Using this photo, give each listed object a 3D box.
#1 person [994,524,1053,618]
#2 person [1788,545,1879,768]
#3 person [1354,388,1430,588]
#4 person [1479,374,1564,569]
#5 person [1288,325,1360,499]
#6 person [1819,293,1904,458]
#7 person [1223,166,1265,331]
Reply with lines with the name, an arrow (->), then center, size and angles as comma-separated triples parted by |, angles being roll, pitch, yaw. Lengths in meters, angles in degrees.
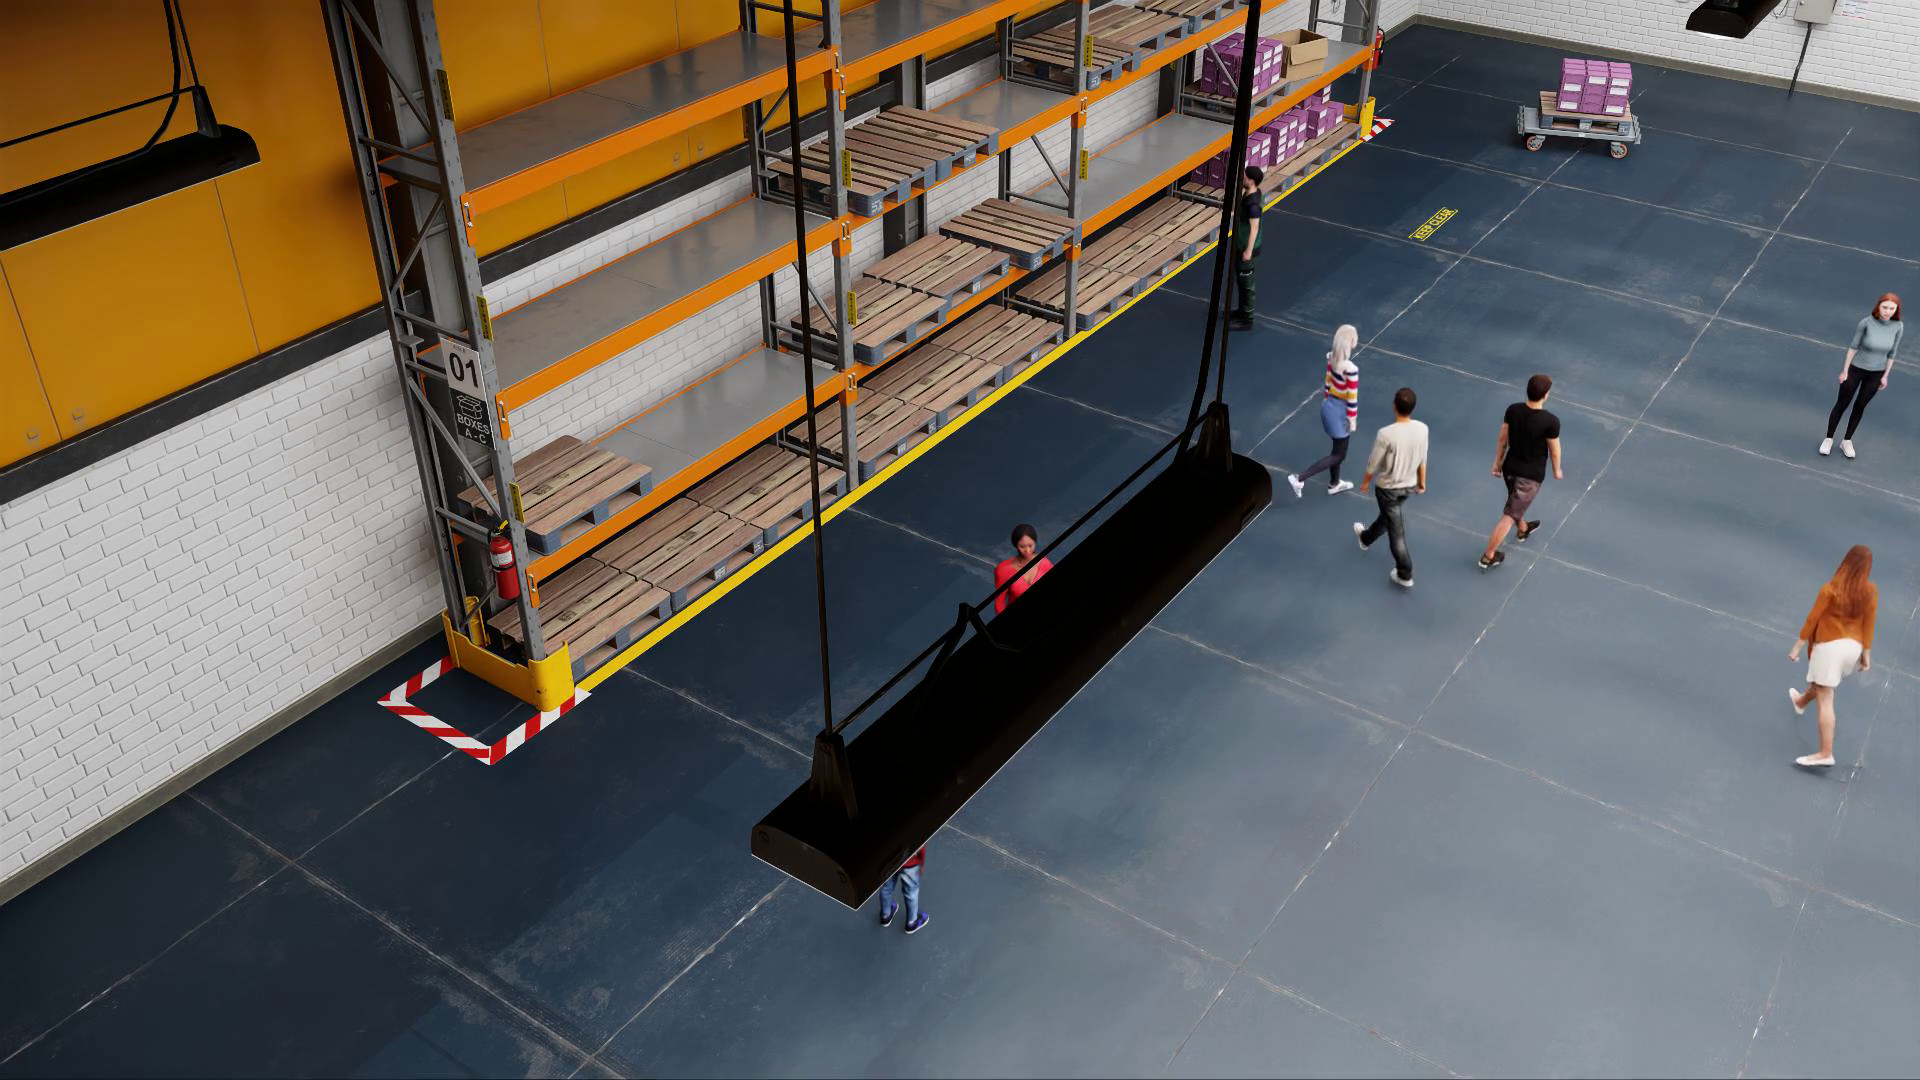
person -> 0.478, 0.648, 12.777 | 0.712, 1.784, 0.791 | -10, 35, -15
person -> 6.608, 0.906, 12.501 | 1.142, 1.660, 1.240 | -5, 34, -8
person -> 3.818, -0.405, 14.382 | 1.196, 1.762, 1.157 | -12, 35, -17
person -> 4.935, -0.590, 14.615 | 1.247, 1.812, 0.896 | -23, 40, -31
person -> 3.443, -1.158, 15.489 | 1.094, 1.790, 1.015 | -7, 34, -11
person -> 8.820, -1.611, 16.214 | 0.648, 1.742, 0.624 | 9, 35, 13
person -> 3.209, -3.271, 18.569 | 0.822, 1.899, 0.692 | 3, 34, 4
